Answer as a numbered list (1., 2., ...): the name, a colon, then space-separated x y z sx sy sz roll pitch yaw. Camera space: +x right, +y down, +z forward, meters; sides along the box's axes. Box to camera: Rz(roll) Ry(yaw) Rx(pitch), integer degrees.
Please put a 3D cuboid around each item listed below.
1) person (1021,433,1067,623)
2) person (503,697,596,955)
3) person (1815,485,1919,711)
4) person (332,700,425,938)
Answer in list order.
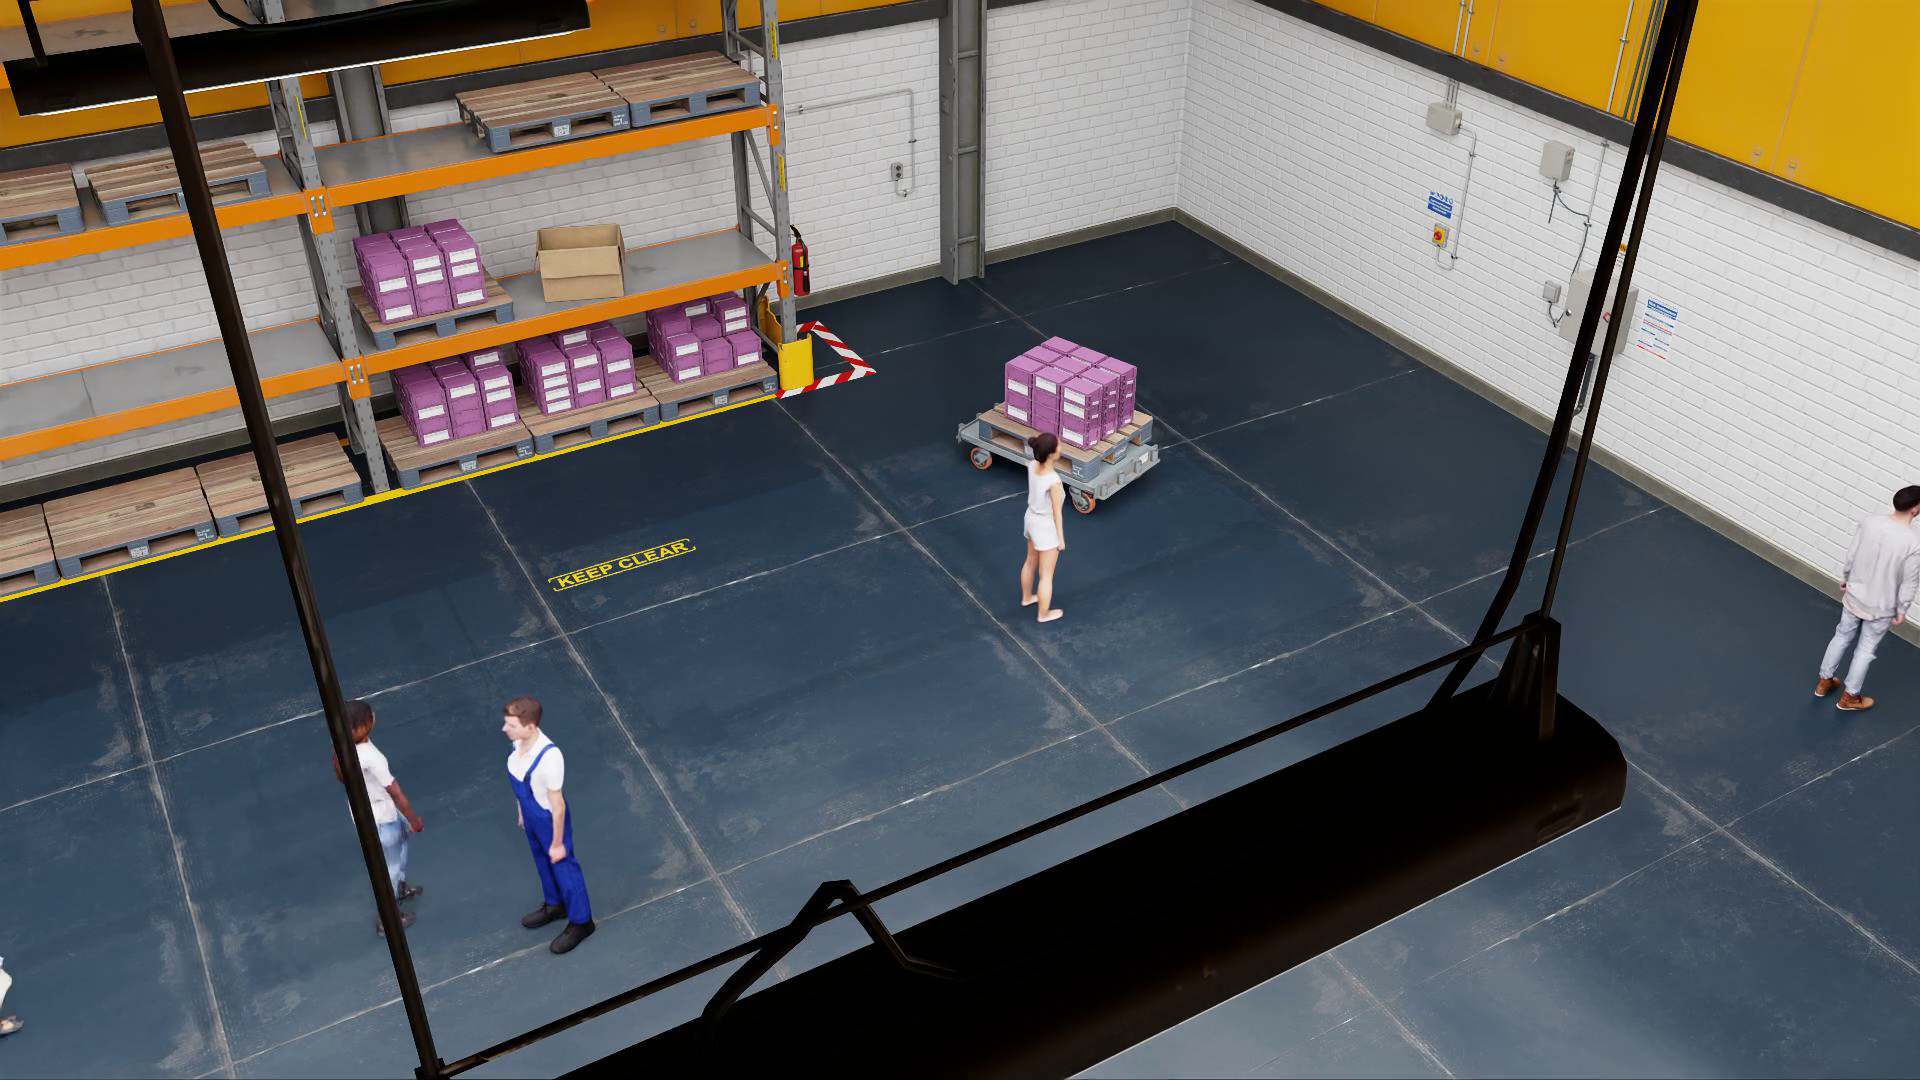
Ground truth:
1. person: 0.631 -0.110 12.747 0.498 1.611 0.544 -17 37 -24
2. person: -2.458 1.654 9.878 0.633 1.850 0.672 -26 42 -34
3. person: 6.477 0.390 11.788 0.543 1.839 0.687 -16 37 -23
4. person: -3.551 1.699 9.940 0.730 1.705 0.679 -27 42 -35
